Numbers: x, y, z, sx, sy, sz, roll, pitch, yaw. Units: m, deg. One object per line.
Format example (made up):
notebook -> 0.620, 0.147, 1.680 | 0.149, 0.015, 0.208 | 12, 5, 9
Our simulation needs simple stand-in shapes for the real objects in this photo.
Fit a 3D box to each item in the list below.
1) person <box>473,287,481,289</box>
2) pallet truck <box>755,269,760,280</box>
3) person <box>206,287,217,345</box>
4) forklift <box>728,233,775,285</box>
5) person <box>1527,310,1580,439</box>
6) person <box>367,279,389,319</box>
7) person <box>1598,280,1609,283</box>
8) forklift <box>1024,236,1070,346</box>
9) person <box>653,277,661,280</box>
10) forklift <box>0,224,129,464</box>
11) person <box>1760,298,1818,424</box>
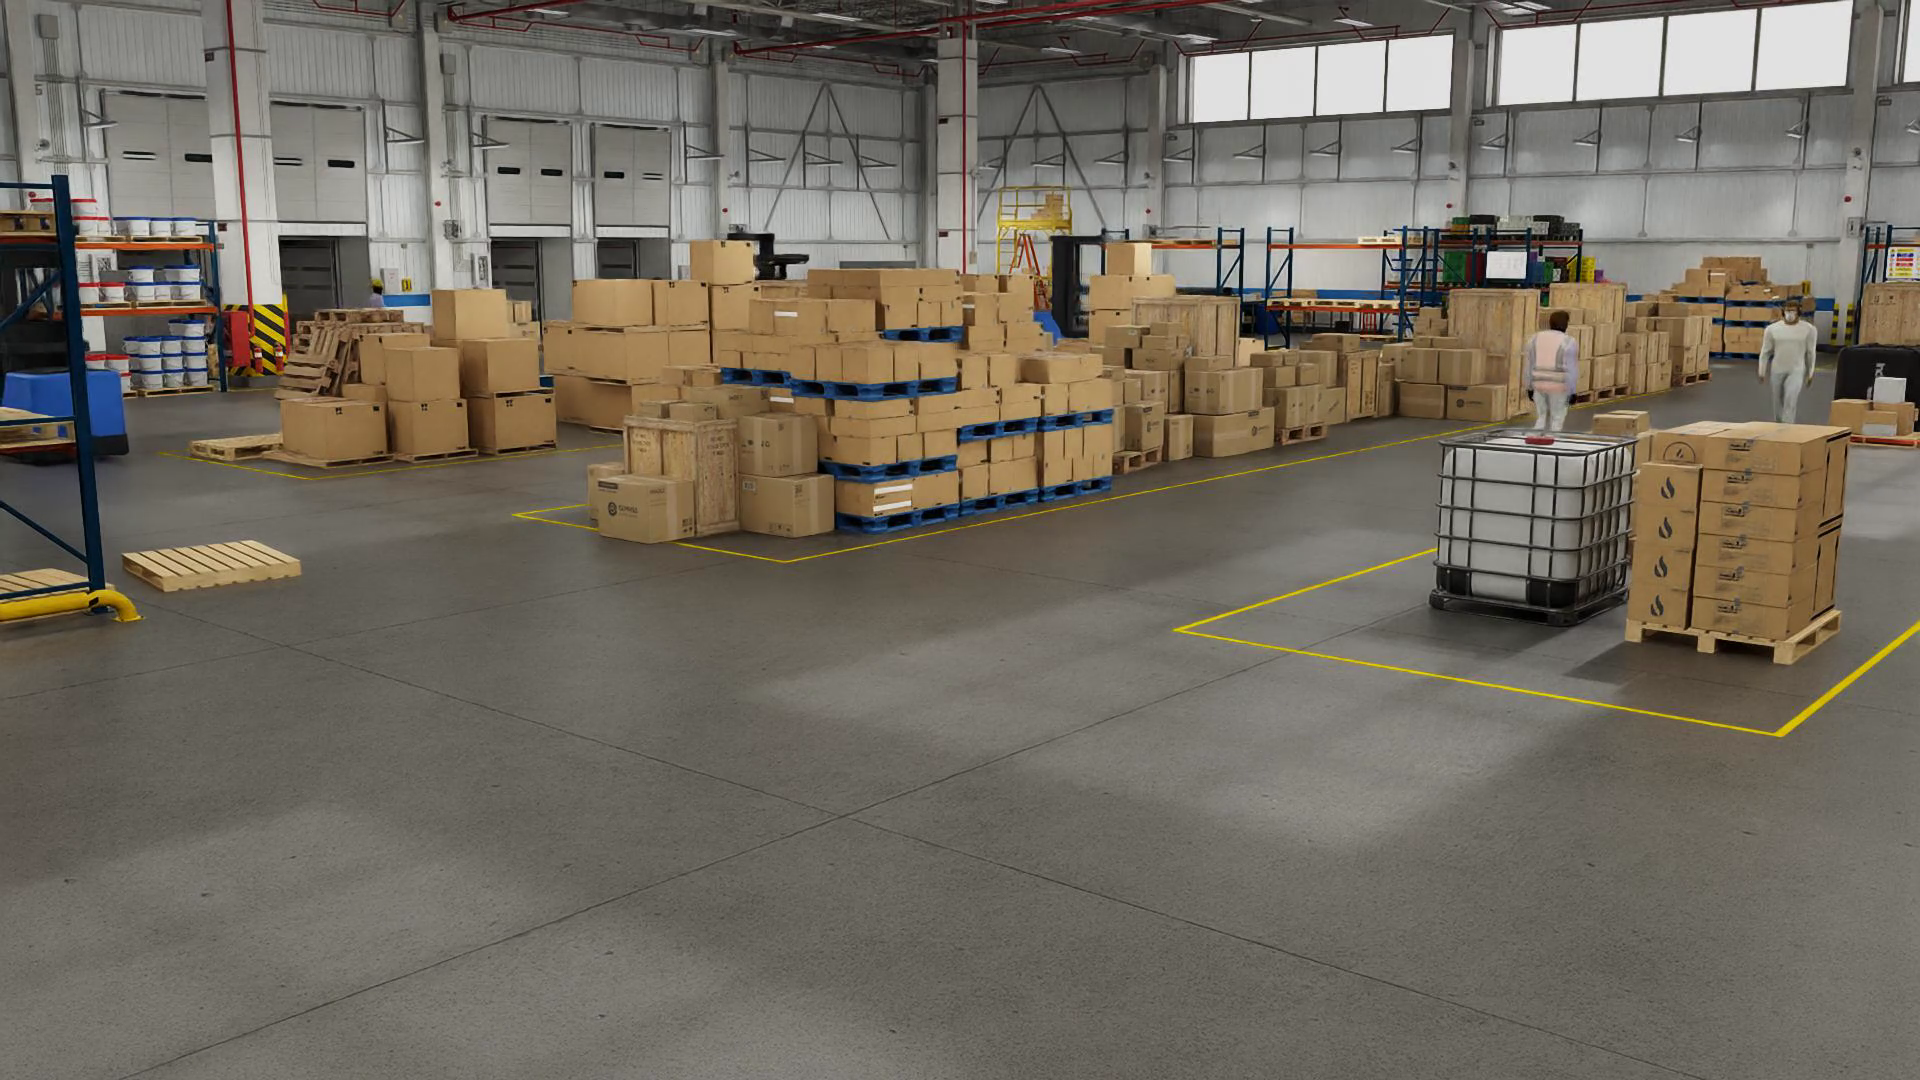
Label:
person -> -7.973, -3.233, 27.569 | 0.666, 1.909, 0.724 | 5, 11, 24
pallet truck -> -4.996, -6.432, 45.525 | 1.885, 1.965, 0.823 | -6, 12, -32
person -> -17.146, -5.009, 38.379 | 0.838, 1.664, 0.528 | -8, 13, -38
forklift -> -3.960, -4.461, 31.792 | 1.873, 2.768, 1.129 | 8, 13, 40
person -> 6.935, -1.766, 19.428 | 0.436, 1.831, 0.653 | -8, 13, -38
person -> -12.843, -4.794, 36.580 | 1.025, 1.875, 0.595 | -7, 12, -35
person -> 12.913, -4.254, 33.344 | 0.466, 1.918, 0.563 | 4, 11, 21
forklift -> 2.319, -5.644, 38.527 | 1.873, 2.768, 1.129 | 2, 10, 12
person -> -6.522, -4.725, 36.015 | 0.634, 1.930, 0.384 | -5, 11, -26
forklift -> -11.038, -2.397, 20.039 | 1.873, 2.768, 1.129 | 8, 13, 40
person -> 10.766, -2.188, 21.642 | 0.640, 1.912, 0.921 | 6, 12, 32
